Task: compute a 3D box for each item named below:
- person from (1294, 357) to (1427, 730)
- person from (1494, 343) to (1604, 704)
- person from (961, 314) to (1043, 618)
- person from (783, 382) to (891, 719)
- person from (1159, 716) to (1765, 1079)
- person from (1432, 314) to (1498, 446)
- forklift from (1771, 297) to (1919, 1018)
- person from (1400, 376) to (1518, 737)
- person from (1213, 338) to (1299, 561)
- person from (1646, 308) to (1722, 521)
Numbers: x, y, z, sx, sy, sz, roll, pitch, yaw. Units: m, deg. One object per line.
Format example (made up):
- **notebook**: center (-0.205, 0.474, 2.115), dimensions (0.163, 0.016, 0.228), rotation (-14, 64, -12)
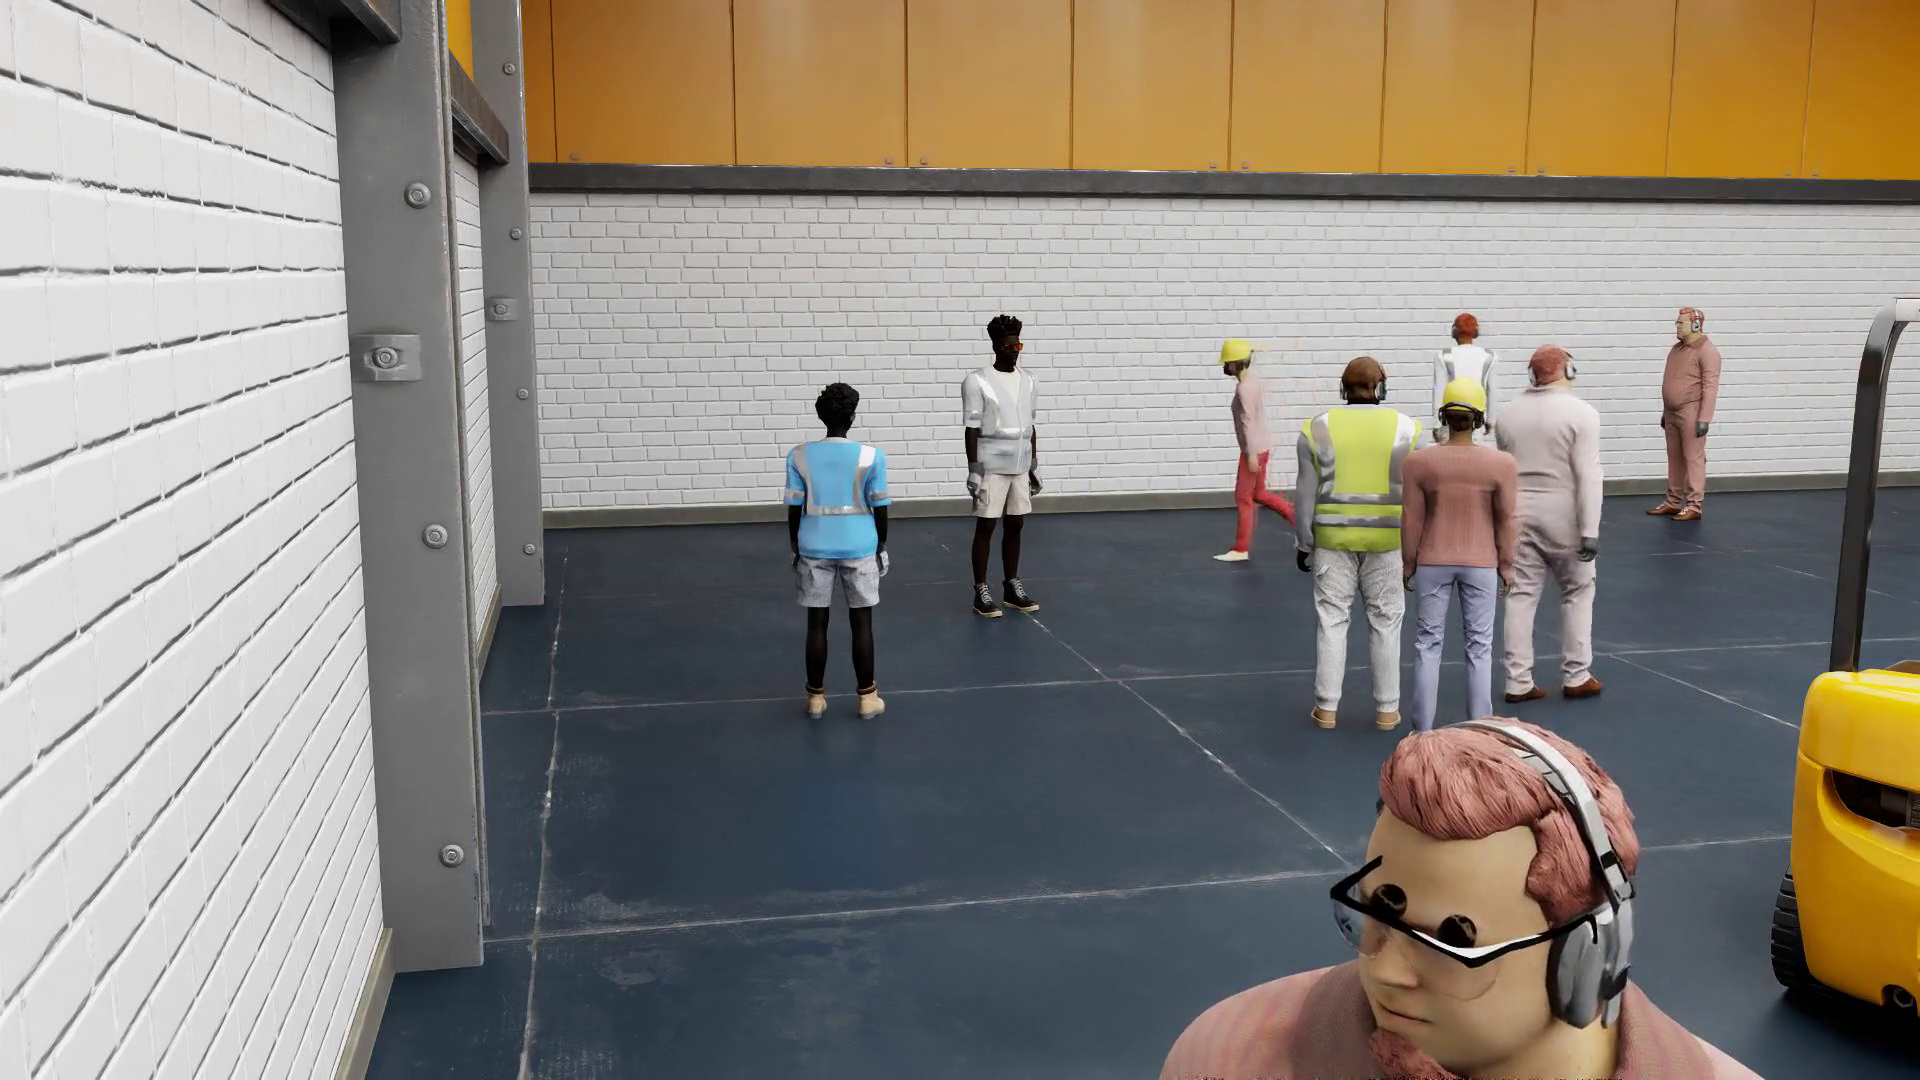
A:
- **person**: center (1.955, 0.022, 8.175), dimensions (0.624, 1.835, 0.430), rotation (2, 9, 11)
- **person**: center (3.104, -0.087, 8.743), dimensions (0.712, 1.868, 0.679), rotation (-7, 12, -37)
- **person**: center (0.285, -0.486, 10.864), dimensions (0.609, 1.965, 0.364), rotation (-7, 12, -38)
- **person**: center (-0.610, 0.060, 8.359), dimensions (0.540, 1.695, 0.317), rotation (1, 9, 6)
- **person**: center (0.434, 1.084, 1.489), dimensions (0.648, 1.904, 0.401), rotation (4, 10, 25)
- **person**: center (4.445, -1.068, 14.761), dimensions (0.590, 1.872, 0.648), rotation (1, 9, 4)
- **forklift**: center (3.542, 0.334, 5.177), dimensions (2.313, 2.155, 1.214), rotation (-9, 13, -43)
- **person**: center (2.317, 0.123, 7.764), dimensions (0.525, 1.769, 0.308), rotation (3, 10, 18)
- **person**: center (2.310, -0.678, 12.727), dimensions (0.713, 1.733, 0.539), rotation (2, 10, 14)
- **person**: center (6.513, -1.128, 14.960), dimensions (0.401, 1.910, 0.641), rotation (-1, 9, -8)
